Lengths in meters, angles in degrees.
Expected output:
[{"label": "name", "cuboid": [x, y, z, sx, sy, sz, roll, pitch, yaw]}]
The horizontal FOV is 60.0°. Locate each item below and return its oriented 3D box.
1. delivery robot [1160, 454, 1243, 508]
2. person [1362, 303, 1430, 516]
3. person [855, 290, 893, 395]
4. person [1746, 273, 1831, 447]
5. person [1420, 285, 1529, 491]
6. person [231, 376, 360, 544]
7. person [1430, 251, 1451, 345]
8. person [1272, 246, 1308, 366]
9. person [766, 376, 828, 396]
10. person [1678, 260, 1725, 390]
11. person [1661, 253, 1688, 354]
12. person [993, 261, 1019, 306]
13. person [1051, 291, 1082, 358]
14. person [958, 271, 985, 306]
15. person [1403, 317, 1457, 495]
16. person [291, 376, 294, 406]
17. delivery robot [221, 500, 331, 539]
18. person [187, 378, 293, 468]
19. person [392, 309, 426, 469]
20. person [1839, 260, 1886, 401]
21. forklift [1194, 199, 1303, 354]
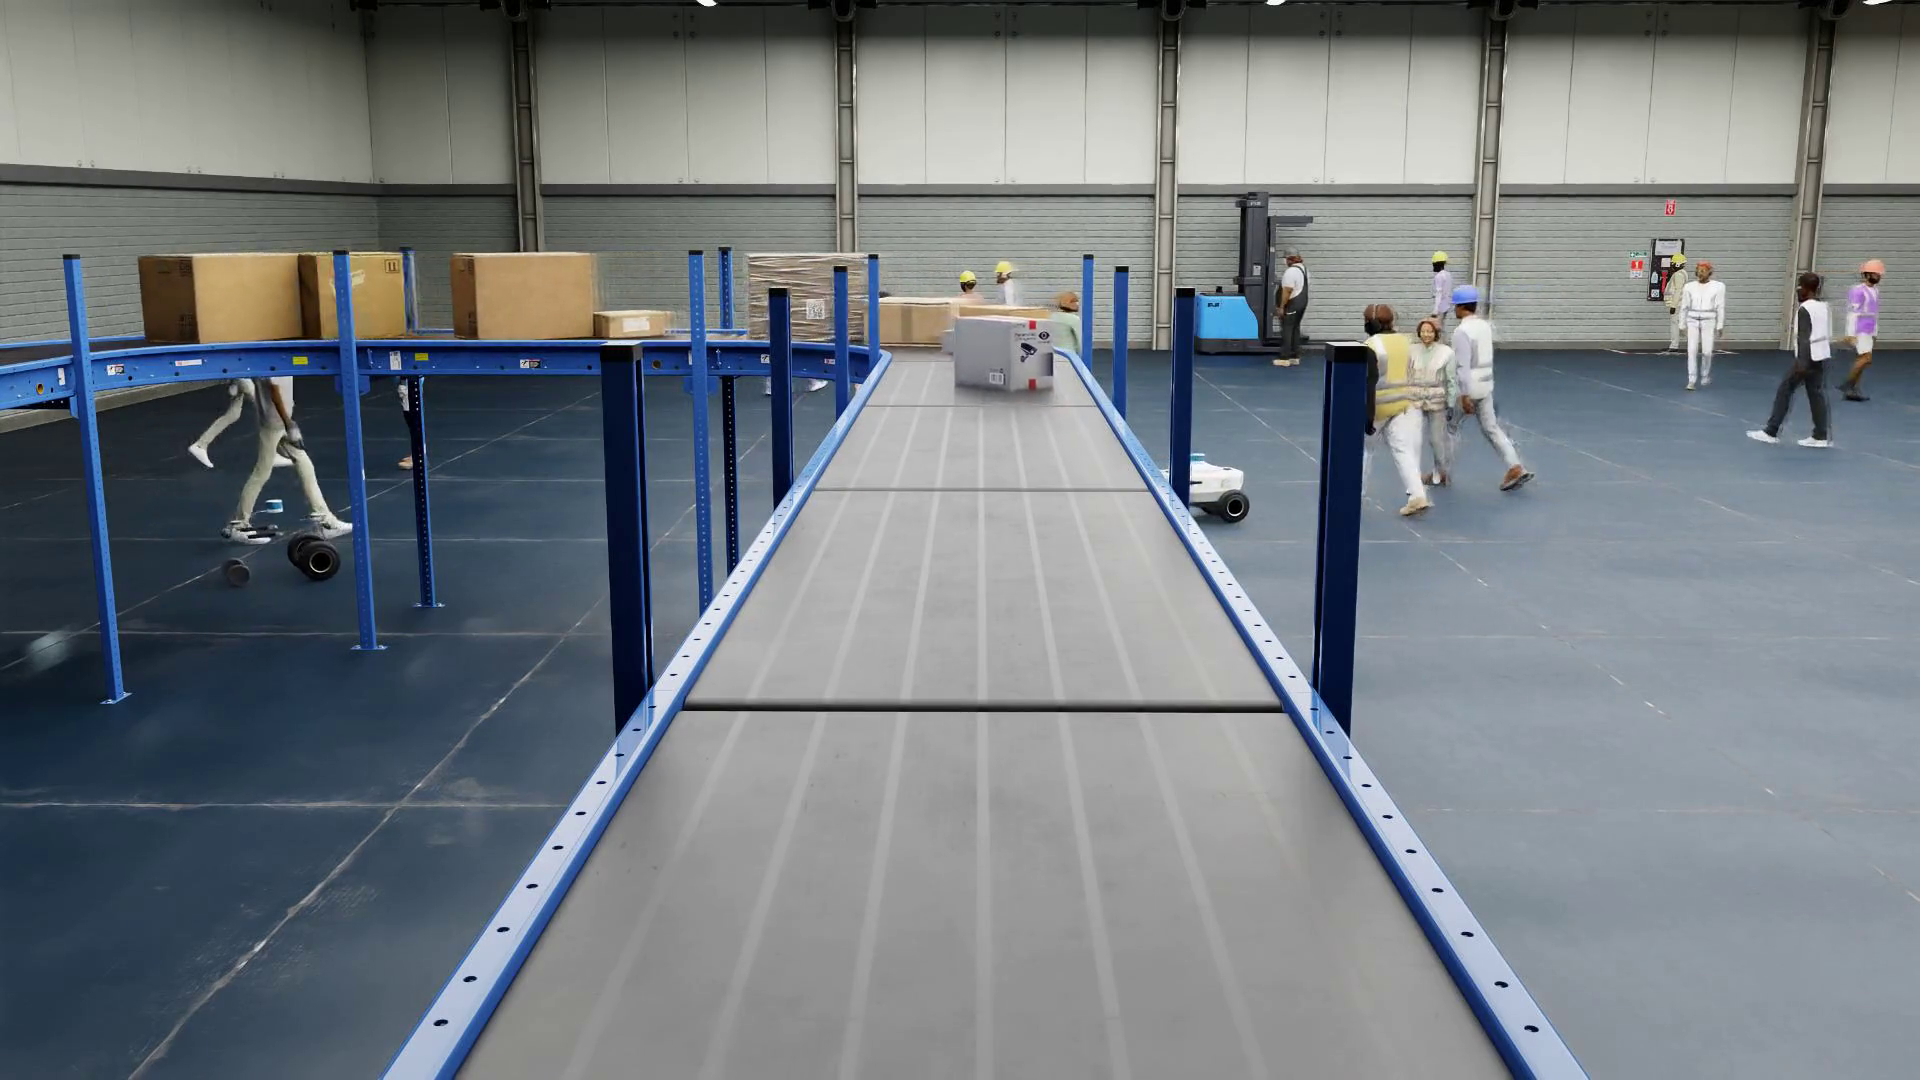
[{"label": "delivery robot", "cuboid": [1.985, -0.477, 13.875, 0.707, 0.478, 0.477, -3, 11, -14]}, {"label": "person", "cuboid": [3.579, -1.099, 14.029, 0.636, 1.803, 0.974, -8, 14, -36]}, {"label": "person", "cuboid": [-1.056, -2.248, 19.392, 0.622, 1.993, 0.382, -4, 12, -18]}, {"label": "person", "cuboid": [9.205, -1.989, 18.338, 0.632, 1.878, 0.908, -10, 15, -43]}, {"label": "person", "cuboid": [4.803, -1.404, 15.361, 0.603, 1.900, 1.020, -10, 15, -42]}, {"label": "person", "cuboid": [-5.209, -0.874, 12.794, 0.972, 1.819, 0.541, -1, 11, -8]}, {"label": "person", "cuboid": [8.096, -3.918, 28.150, 0.378, 1.925, 0.591, 6, 13, 29]}, {"label": "person", "cuboid": [5.620, -3.967, 28.222, 0.535, 2.000, 0.724, 7, 13, 33]}, {"label": "person", "cuboid": [-2.365, -2.981, 23.529, 0.991, 1.857, 0.643, -10, 15, -43]}, {"label": "person", "cuboid": [10.760, -3.117, 24.181, 0.605, 1.868, 0.419, 8, 13, 34]}, {"label": "person", "cuboid": [13.146, -4.344, 30.587, 0.404, 1.833, 0.590, 5, 12, 26]}, {"label": "person", "cuboid": [0.632, -3.404, 25.813, 0.686, 1.805, 0.623, 1, 11, 3]}, {"label": "person", "cuboid": [1.360, -2.198, 20.145, 0.750, 1.603, 0.523, -8, 14, -36]}, {"label": "person", "cuboid": [0.117, -2.792, 22.778, 0.523, 1.769, 0.319, -10, 15, -42]}, {"label": "person", "cuboid": [4.300, -1.252, 15.283, 0.523, 1.612, 0.781, 5, 12, 23]}, {"label": "person", "cuboid": [-9.092, -2.691, 22.068, 0.429, 1.843, 0.629, -10, 15, -41]}, {"label": "delivery robot", "cuboid": [-4.771, -0.163, 11.592, 0.698, 0.223, 0.335, -7, 13, -31]}, {"label": "person", "cuboid": [-7.281, -1.629, 16.673, 0.948, 1.829, 0.511, -5, 12, -26]}, {"label": "person", "cuboid": [-5.545, -1.570, 16.677, 0.318, 1.695, 0.539, -1, 11, -7]}, {"label": "person", "cuboid": [12.342, -2.851, 22.685, 0.580, 1.919, 0.418, -8, 14, -35]}, {"label": "forklift", "cuboid": [5.313, -4.851, 30.603, 1.873, 2.768, 1.129, 0, 11, 1]}]
